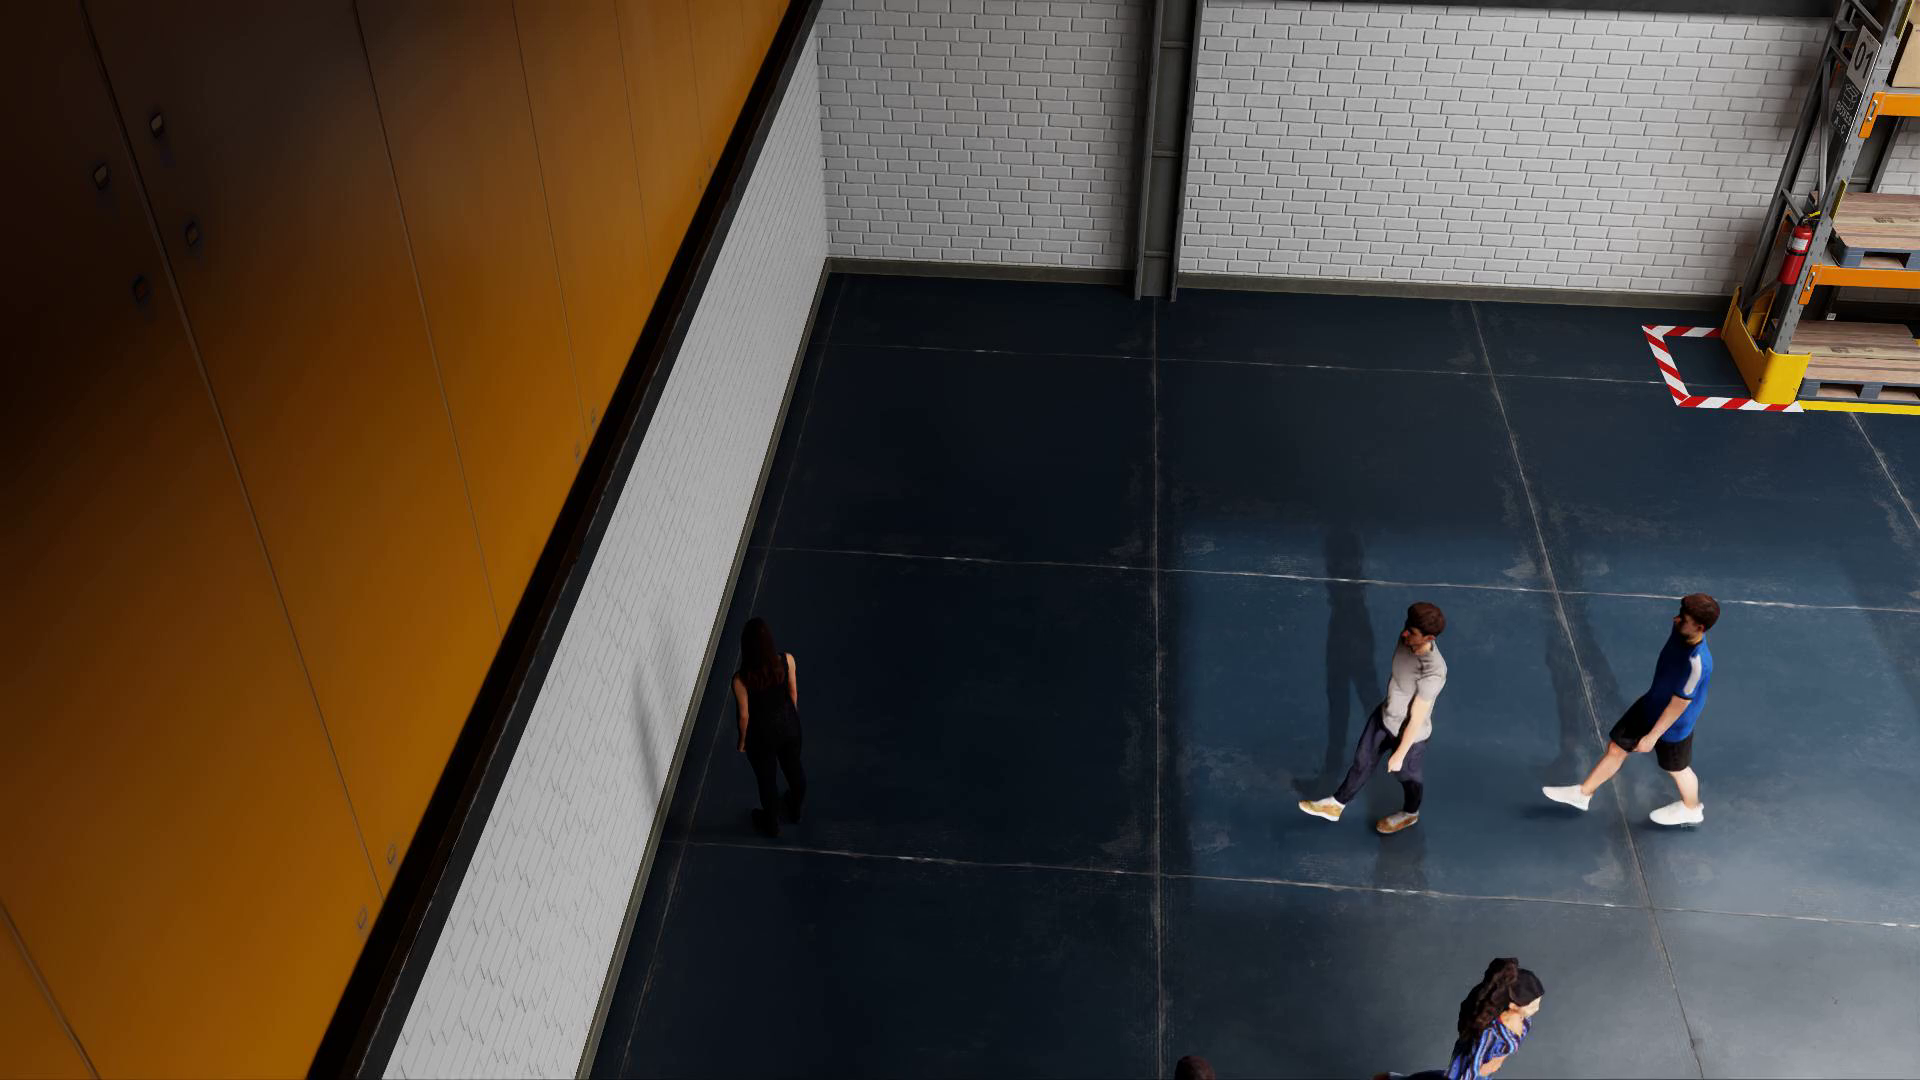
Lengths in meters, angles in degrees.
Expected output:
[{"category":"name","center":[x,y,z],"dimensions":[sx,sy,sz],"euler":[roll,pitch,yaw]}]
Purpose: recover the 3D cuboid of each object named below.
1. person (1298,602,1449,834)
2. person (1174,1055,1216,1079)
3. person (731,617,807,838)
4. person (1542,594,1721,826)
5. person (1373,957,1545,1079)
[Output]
[{"category":"person","center":[2.769,1.107,10.110],"dimensions":[1.082,1.867,0.850],"euler":[-6,39,-7]},{"category":"person","center":[1.108,3.004,7.986],"dimensions":[0.615,1.553,0.677],"euler":[-26,46,-29]},{"category":"person","center":[-1.160,1.156,10.192],"dimensions":[0.671,1.687,0.749],"euler":[-22,43,-25]},{"category":"person","center":[4.409,1.099,10.156],"dimensions":[1.250,1.822,0.733],"euler":[-1,39,-1]},{"category":"person","center":[2.539,2.623,8.426],"dimensions":[1.098,1.599,0.942],"euler":[25,45,28]}]
